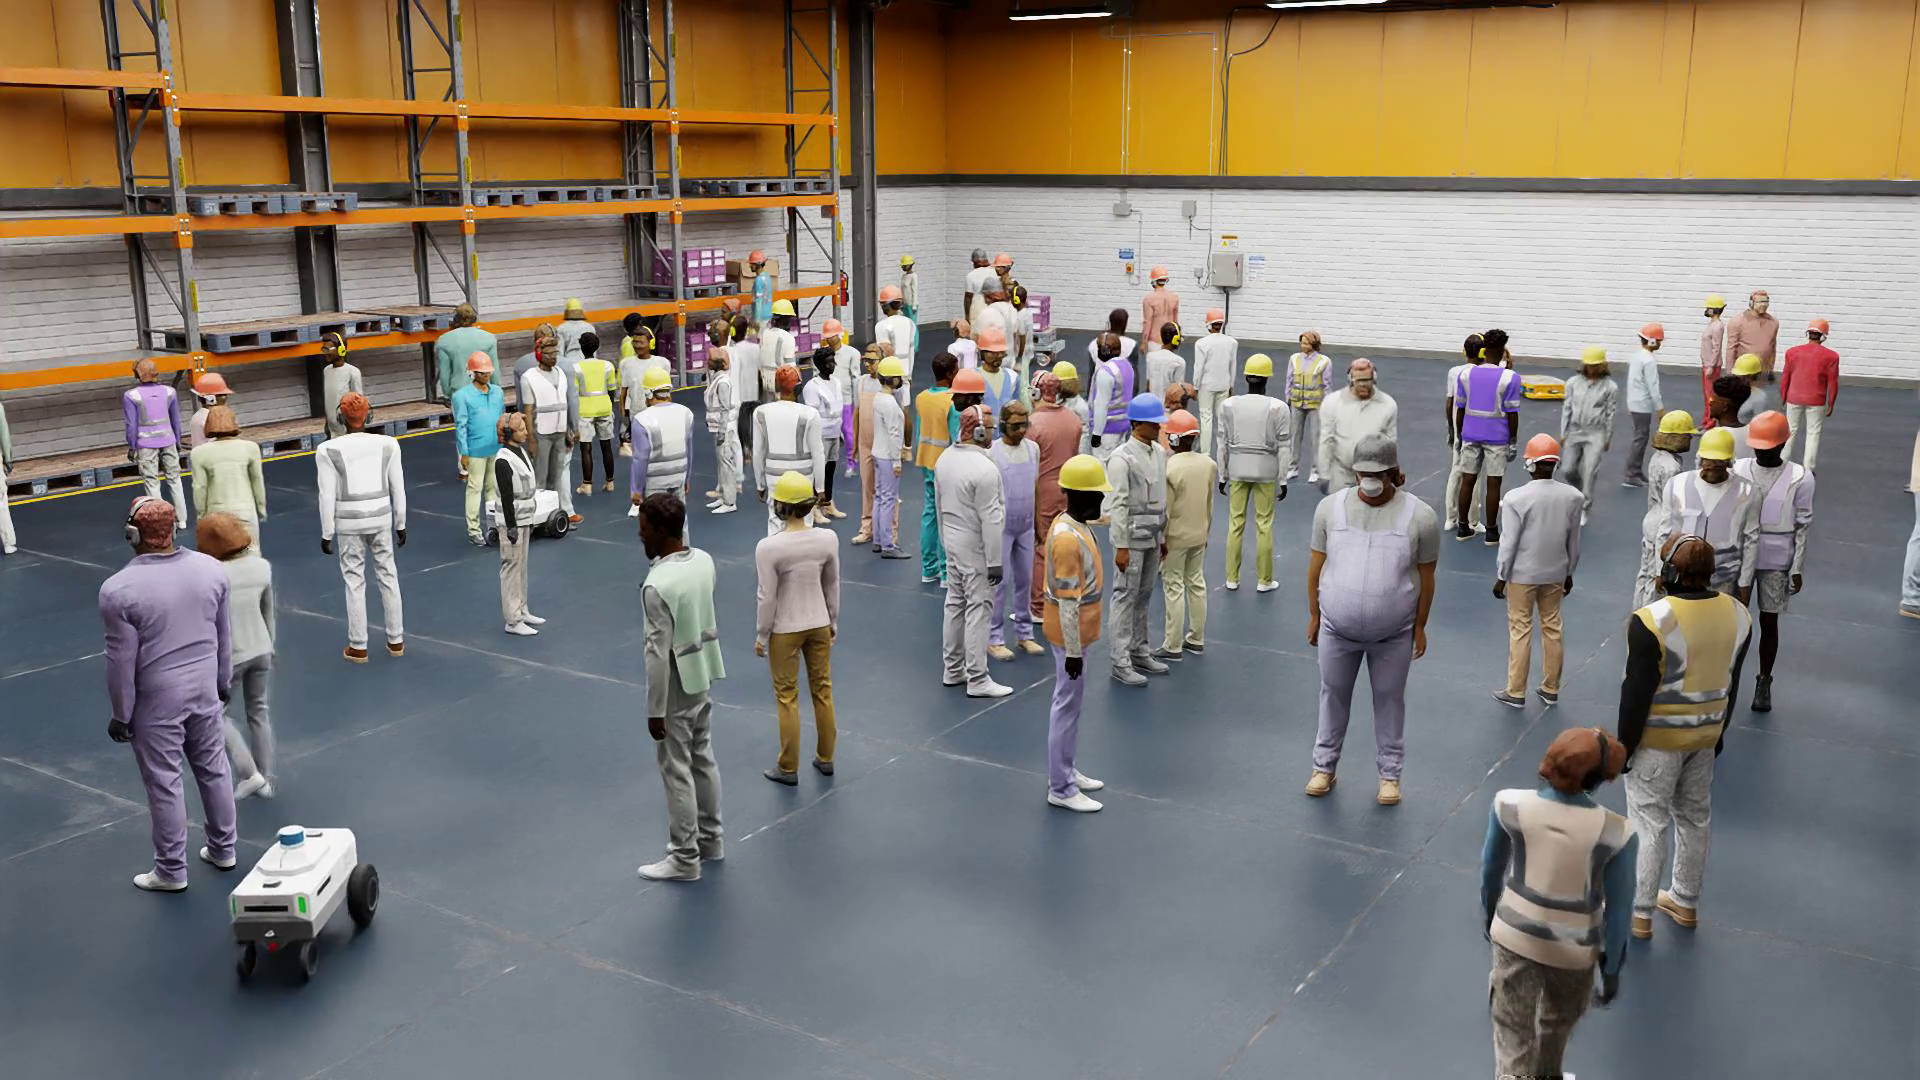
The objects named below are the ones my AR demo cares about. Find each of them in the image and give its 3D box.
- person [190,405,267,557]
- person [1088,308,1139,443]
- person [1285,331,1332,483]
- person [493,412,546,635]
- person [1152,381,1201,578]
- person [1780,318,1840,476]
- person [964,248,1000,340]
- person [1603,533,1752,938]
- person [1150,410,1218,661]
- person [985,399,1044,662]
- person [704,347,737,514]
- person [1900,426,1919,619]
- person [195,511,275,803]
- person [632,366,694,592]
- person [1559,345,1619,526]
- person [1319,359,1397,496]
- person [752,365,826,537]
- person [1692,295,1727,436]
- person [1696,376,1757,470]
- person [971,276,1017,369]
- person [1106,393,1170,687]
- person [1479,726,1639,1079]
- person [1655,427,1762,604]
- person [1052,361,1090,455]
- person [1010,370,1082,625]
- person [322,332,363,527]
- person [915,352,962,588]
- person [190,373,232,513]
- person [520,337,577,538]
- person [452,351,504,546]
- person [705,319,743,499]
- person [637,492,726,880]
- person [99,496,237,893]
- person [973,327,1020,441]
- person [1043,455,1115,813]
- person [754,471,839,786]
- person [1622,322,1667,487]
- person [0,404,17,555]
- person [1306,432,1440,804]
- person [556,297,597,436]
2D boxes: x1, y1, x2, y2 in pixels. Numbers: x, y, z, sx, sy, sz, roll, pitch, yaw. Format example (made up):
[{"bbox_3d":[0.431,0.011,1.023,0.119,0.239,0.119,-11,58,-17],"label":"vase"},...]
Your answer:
[{"bbox_3d":[-5.535,-0.209,12.627,0.504,1.628,0.278,-6,14,-23],"label":"person"},{"bbox_3d":[1.602,-1.519,17.708,0.607,1.897,0.572,10,16,38],"label":"person"},{"bbox_3d":[3.746,-1.442,17.946,0.512,1.638,0.312,9,16,34],"label":"person"},{"bbox_3d":[-3.263,-0.126,12.231,0.308,1.640,0.510,0,13,-2],"label":"person"},{"bbox_3d":[1.793,-0.500,13.849,0.314,1.642,0.514,-10,17,-38],"label":"person"},{"bbox_3d":[9.294,-1.554,18.214,0.574,1.737,0.354,10,16,36],"label":"person"},{"bbox_3d":[0.329,-3.713,26.909,0.701,2.000,0.536,-9,16,-33],"label":"person"},{"bbox_3d":[3.178,0.873,7.456,0.630,1.843,0.429,-5,14,-21],"label":"person"},{"bbox_3d":[1.526,-0.034,11.578,0.562,1.753,0.327,-11,17,-39],"label":"person"},{"bbox_3d":[0.358,-0.071,11.569,0.511,1.837,0.351,-9,16,-34],"label":"person"},{"bbox_3d":[-2.352,-1.083,16.376,0.309,1.644,0.511,-3,13,-15],"label":"person"},{"bbox_3d":[7.436,-0.398,12.630,0.394,1.994,0.612,9,16,33],"label":"person"},{"bbox_3d":[-3.895,0.638,8.965,0.322,1.627,0.530,8,15,31],"label":"person"},{"bbox_3d":[-2.399,-0.482,13.352,0.404,1.833,0.590,10,16,37],"label":"person"},{"bbox_3d":[6.012,-1.017,15.907,0.493,1.721,0.562,8,15,30],"label":"person"},{"bbox_3d":[3.212,-0.519,13.432,0.637,1.875,0.642,1,13,6],"label":"person"},{"bbox_3d":[-1.326,-0.432,13.025,0.584,1.882,0.345,4,13,15],"label":"person"},{"bbox_3d":[9.420,-2.191,20.912,0.309,1.769,0.524,4,13,15],"label":"person"},{"bbox_3d":[5.375,-0.187,11.778,0.602,1.966,0.368,-10,16,-37],"label":"person"},{"bbox_3d":[0.372,-2.225,20.456,0.536,2.000,0.682,8,15,30],"label":"person"},{"bbox_3d":[1.195,-0.013,11.066,0.391,1.948,0.605,9,16,34],"label":"person"},{"bbox_3d":[2.057,1.386,5.764,0.509,1.595,0.745,6,14,25],"label":"person"},{"bbox_3d":[4.681,0.190,10.458,0.593,1.826,0.403,7,15,27],"label":"person"},{"bbox_3d":[0.908,-0.684,14.428,0.325,1.740,0.492,-9,16,-35],"label":"person"},{"bbox_3d":[0.619,-0.320,12.491,0.409,1.908,0.647,11,17,40],"label":"person"},{"bbox_3d":[-5.782,-1.007,15.569,0.531,1.860,0.318,8,15,31],"label":"person"},{"bbox_3d":[-0.147,-0.570,13.543,0.390,1.920,0.587,-9,16,-34],"label":"person"},{"bbox_3d":[-6.034,-0.486,13.539,0.333,1.753,0.562,-10,16,-37],"label":"person"},{"bbox_3d":[-3.827,-0.960,15.404,0.381,1.841,0.566,6,14,26],"label":"person"},{"bbox_3d":[-4.299,-0.835,15.057,0.333,1.749,0.575,8,15,31],"label":"person"},{"bbox_3d":[-2.426,-1.338,17.037,0.342,1.846,0.508,6,14,23],"label":"person"},{"bbox_3d":[-1.348,0.709,8.031,0.396,1.911,0.588,4,13,15],"label":"person"},{"bbox_3d":[-3.774,0.730,7.934,0.407,1.908,0.641,7,15,29],"label":"person"},{"bbox_3d":[0.267,-0.808,14.303,0.605,2.045,0.388,-7,15,-29],"label":"person"},{"bbox_3d":[0.630,0.489,8.933,0.369,1.925,0.594,2,13,7],"label":"person"},{"bbox_3d":[-0.909,0.489,9.279,0.533,1.771,0.301,-9,16,-36],"label":"person"},{"bbox_3d":[7.278,-1.433,17.654,0.374,1.744,0.579,3,13,11],"label":"person"},{"bbox_3d":[-8.556,-0.651,14.510,0.523,1.639,0.309,-10,16,-36],"label":"person"},{"bbox_3d":[2.197,0.422,8.976,0.687,2.000,0.538,5,14,20],"label":"person"},{"bbox_3d":[-4.806,-2.170,20.873,0.492,1.740,0.324,-5,14,-20],"label":"person"}]
